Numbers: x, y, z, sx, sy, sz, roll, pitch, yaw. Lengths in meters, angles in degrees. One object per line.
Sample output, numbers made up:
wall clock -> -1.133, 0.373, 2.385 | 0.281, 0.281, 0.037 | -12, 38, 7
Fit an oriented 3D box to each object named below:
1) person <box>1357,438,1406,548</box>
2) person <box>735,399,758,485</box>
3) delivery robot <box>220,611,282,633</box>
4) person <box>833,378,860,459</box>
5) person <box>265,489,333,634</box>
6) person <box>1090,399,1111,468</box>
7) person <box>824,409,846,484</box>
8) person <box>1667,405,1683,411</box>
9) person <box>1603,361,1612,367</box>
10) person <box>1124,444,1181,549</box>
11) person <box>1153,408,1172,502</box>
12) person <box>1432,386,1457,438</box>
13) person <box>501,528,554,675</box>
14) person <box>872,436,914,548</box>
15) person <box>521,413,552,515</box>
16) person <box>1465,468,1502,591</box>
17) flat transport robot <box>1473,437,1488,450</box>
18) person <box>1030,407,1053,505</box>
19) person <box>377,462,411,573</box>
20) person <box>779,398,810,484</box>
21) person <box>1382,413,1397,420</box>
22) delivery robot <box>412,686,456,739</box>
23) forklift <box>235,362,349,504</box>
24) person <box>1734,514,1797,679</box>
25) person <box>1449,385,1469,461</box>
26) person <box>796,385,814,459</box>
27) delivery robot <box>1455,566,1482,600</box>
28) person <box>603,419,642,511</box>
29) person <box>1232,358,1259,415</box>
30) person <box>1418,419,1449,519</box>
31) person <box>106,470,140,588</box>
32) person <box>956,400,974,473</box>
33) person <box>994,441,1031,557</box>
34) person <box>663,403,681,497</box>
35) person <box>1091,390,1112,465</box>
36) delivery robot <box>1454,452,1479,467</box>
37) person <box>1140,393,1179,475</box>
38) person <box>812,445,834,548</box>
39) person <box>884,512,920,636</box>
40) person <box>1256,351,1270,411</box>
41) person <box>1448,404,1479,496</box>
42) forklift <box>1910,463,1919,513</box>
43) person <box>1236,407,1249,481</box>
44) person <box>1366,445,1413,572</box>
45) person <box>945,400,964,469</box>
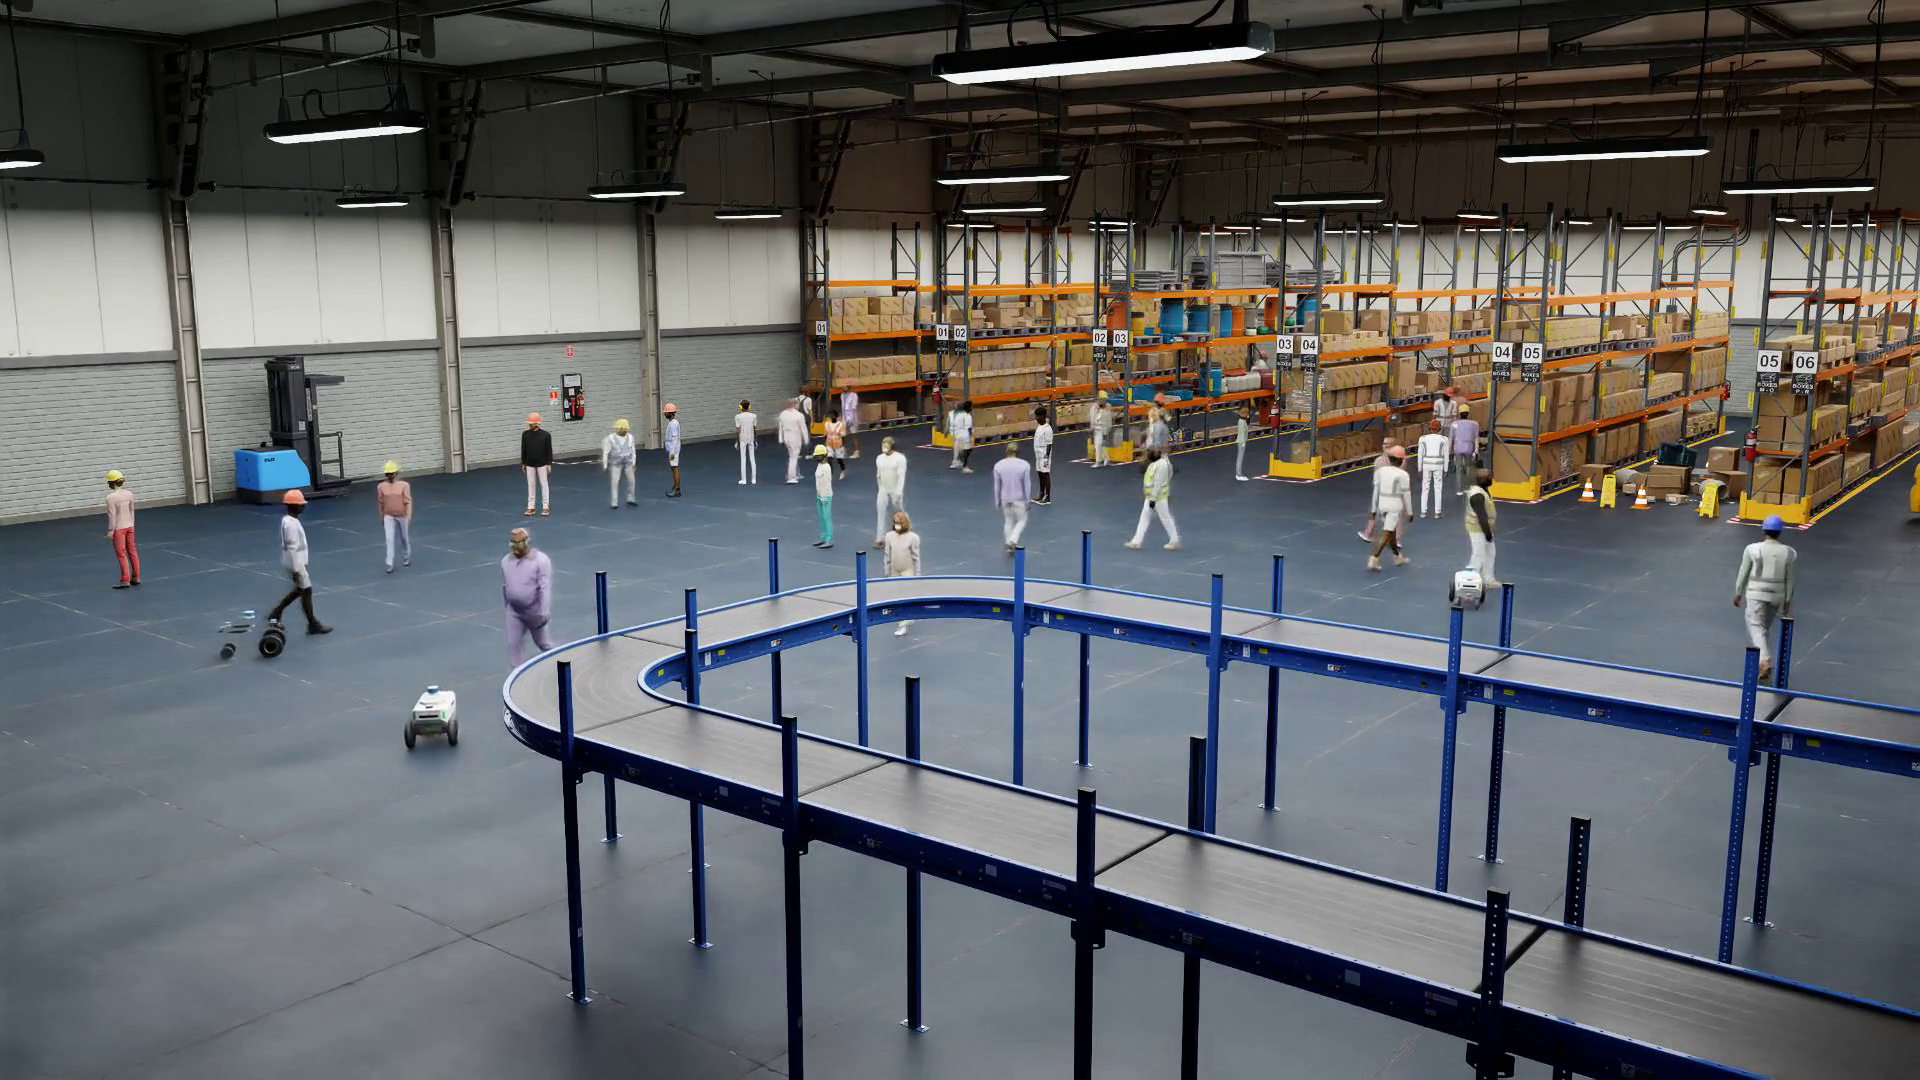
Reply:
person -> 7.279, -0.827, 26.874 | 0.671, 1.863, 0.958 | -3, 11, -19
person -> -4.696, -2.156, 34.352 | 0.514, 1.866, 0.329 | -5, 11, -24
delivery robot -> -8.806, 0.997, 19.413 | 0.699, 0.223, 0.335 | -3, 11, -18
person -> -2.831, -2.963, 38.518 | 0.613, 2.003, 0.976 | 9, 14, 42
person -> -8.690, 0.290, 20.434 | 0.760, 1.918, 0.560 | -4, 11, -22
person -> 3.364, -2.536, 37.177 | 0.499, 1.624, 0.523 | -2, 10, -14
person -> -2.745, -2.098, 34.623 | 0.534, 1.662, 0.801 | 3, 10, 15
person -> 22.078, -4.598, 48.153 | 0.516, 1.845, 0.845 | -3, 11, -18
person -> 19.904, -4.596, 48.044 | 0.589, 1.885, 0.971 | -8, 13, -36
person -> 3.324, -0.724, 26.499 | 0.963, 1.795, 0.639 | -2, 10, -10
person -> 4.151, -1.709, 31.655 | 0.516, 1.925, 0.654 | 4, 11, 19
person -> 11.642, -2.761, 37.654 | 0.561, 1.898, 0.638 | 1, 10, 6
person -> -4.912, 0.774, 17.810 | 0.640, 1.881, 0.860 | 2, 10, 12
person -> -1.159, -0.846, 26.864 | 0.628, 1.911, 0.952 | 6, 12, 30
person -> -8.157, -1.464, 30.113 | 0.608, 1.987, 0.391 | 1, 10, 7
person -> 7.798, -0.144, 23.167 | 0.626, 1.821, 0.685 | 6, 11, 29
flat transport robot -> 13.646, -2.543, 41.131 | 0.652, 0.197, 1.431 | 8, 13, 39
person -> 1.659, -1.700, 31.519 | 0.372, 1.959, 0.603 | -3, 11, -18
person -> -8.963, -0.397, 24.843 | 0.523, 1.726, 0.898 | -2, 10, -12
person -> -3.582, -2.193, 34.508 | 0.679, 1.873, 0.839 | 7, 12, 35
person -> 13.336, -4.618, 48.295 | 0.554, 1.830, 0.913 | 7, 12, 33
delivery robot -> -5.376, 1.735, 15.990 | 0.477, 0.478, 0.707 | -2, 10, -10
forklift -> -13.803, -2.244, 32.110 | 1.129, 2.768, 1.873 | 8, 13, 37
person -> 9.478, 0.655, 18.375 | 0.599, 1.921, 0.906 | 0, 10, 2
person -> 11.978, -2.821, 38.025 | 0.753, 1.887, 0.427 | 3, 10, 16
person -> -3.869, -2.913, 38.727 | 0.541, 1.833, 0.374 | 4, 11, 20
delivery robot -> 7.238, 0.619, 22.274 | 0.477, 0.478, 0.707 | 3, 10, 15
person -> -6.650, -1.484, 30.768 | 0.826, 1.799, 0.433 | -7, 12, -33
person -> 9.198, -4.899, 49.863 | 1.074, 1.838, 0.628 | -5, 11, -27
person -> 9.017, -1.359, 29.817 | 0.574, 1.883, 0.356 | 4, 11, 23
person -> -12.583, -0.167, 23.437 | 0.324, 1.767, 0.533 | 2, 10, 9
person -> 0.171, -2.386, 36.172 | 0.364, 1.686, 0.535 | -2, 10, -10
person -> 0.866, -0.665, 25.767 | 0.638, 1.928, 0.469 | 4, 11, 22
person -> -6.001, -1.876, 32.571 | 0.356, 1.937, 0.552 | -2, 10, -13
person -> 3.380, -2.729, 37.769 | 0.596, 1.809, 0.604 | -5, 11, -28
delivery robot -> 11.831, -1.912, 36.517 | 0.477, 0.478, 0.707 | 9, 13, 42
person -> 4.532, -2.405, 35.712 | 0.568, 1.877, 1.031 | -9, 14, -43
person -> -2.350, -0.752, 26.732 | 0.328, 1.766, 0.533 | -4, 11, -22
person -> -0.735, 0.405, 20.666 | 0.508, 1.613, 0.680 | 5, 11, 26
person -> 9.864, -5.171, 51.082 | 0.447, 1.963, 0.899 | 1, 10, 5
person -> 10.493, -1.886, 32.689 | 0.619, 1.907, 0.699 | 2, 10, 12
forklift -> 19.034, -1.348, 28.998 | 2.313, 2.155, 1.214 | 8, 13, 37
person -> 6.325, -2.157, 35.008 | 0.284, 1.633, 0.498 | 1, 10, 5
person -> 6.817, -0.503, 24.736 | 1.089, 1.987, 0.622 | -7, 12, -34
person -> -0.051, -2.538, 37.247 | 0.513, 1.599, 0.843 | 7, 12, 35
